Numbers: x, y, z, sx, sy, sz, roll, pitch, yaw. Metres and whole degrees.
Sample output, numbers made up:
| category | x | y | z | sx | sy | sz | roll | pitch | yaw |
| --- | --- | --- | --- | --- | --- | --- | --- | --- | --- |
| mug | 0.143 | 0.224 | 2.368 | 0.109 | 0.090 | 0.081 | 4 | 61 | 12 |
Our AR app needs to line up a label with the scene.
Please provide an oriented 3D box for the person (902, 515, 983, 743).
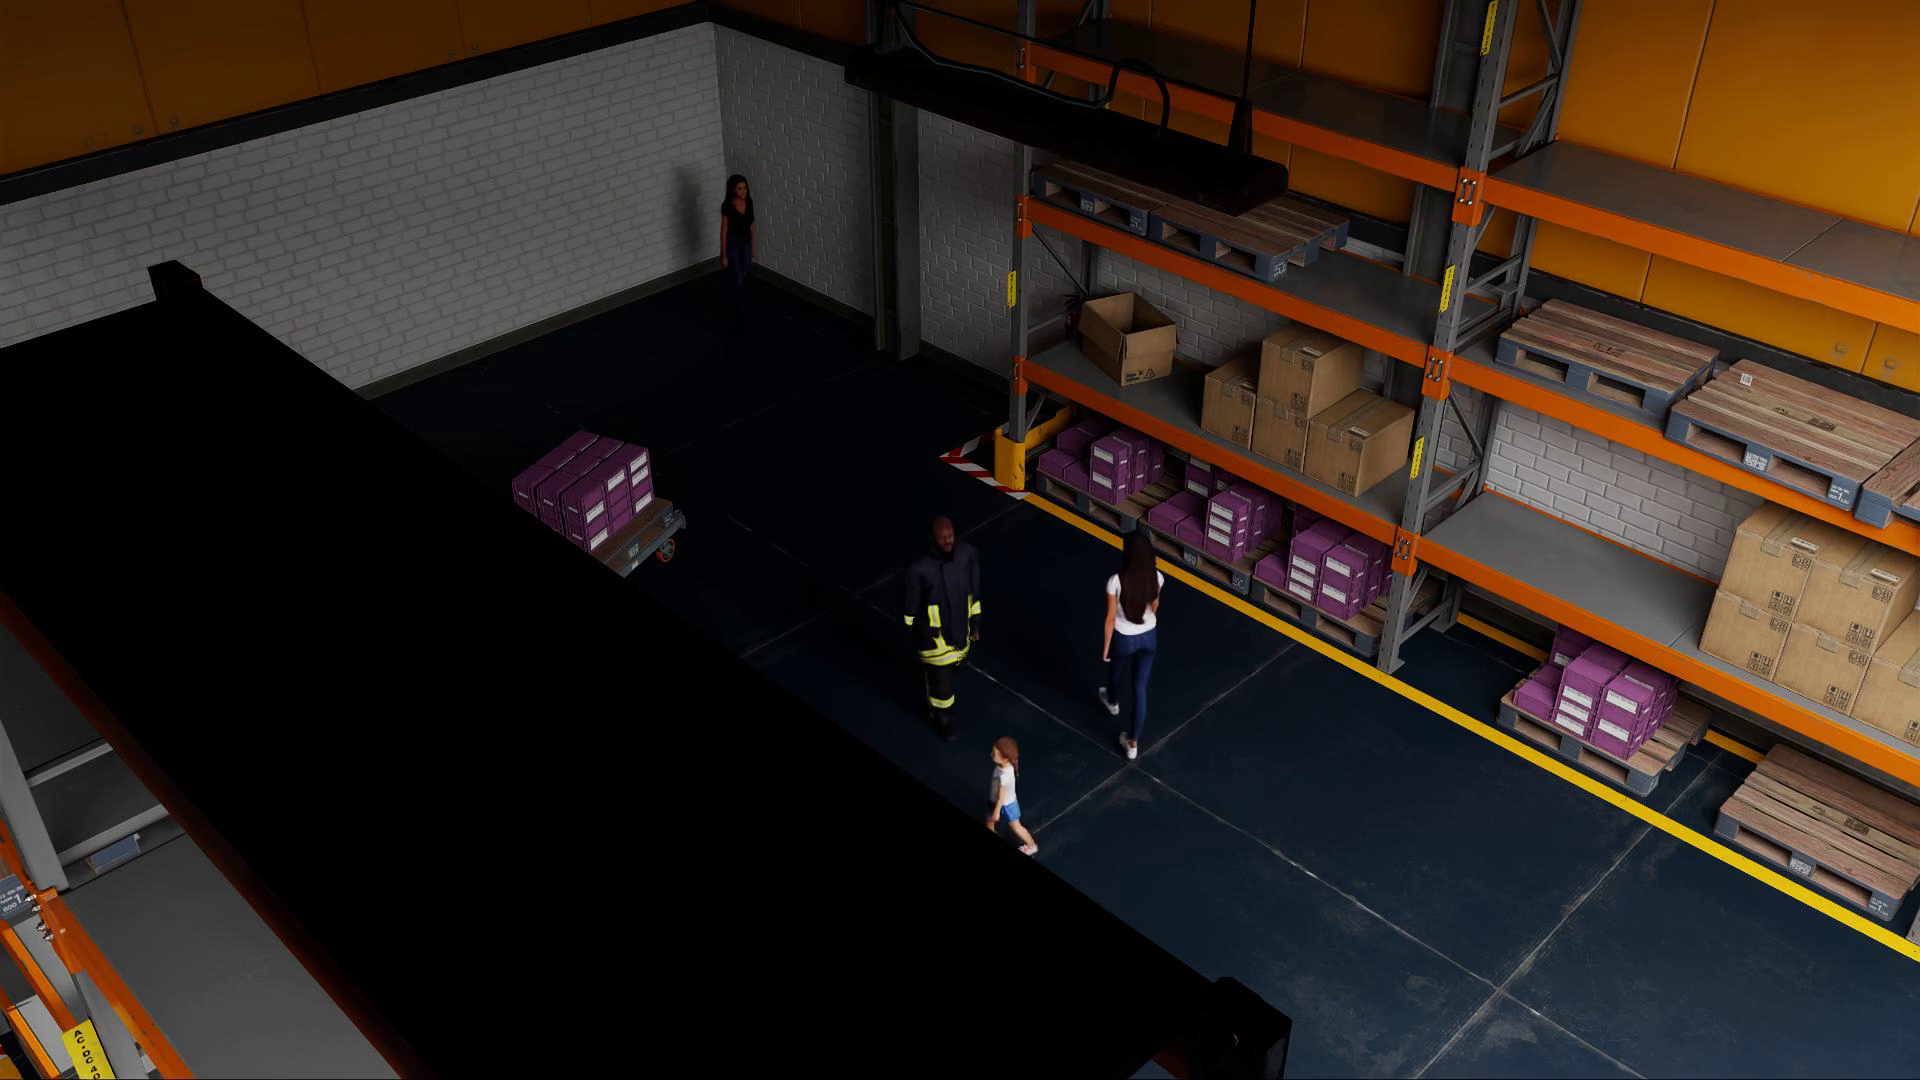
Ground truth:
| category | x | y | z | sx | sy | sz | roll | pitch | yaw |
| --- | --- | --- | --- | --- | --- | --- | --- | --- | --- |
| person | -0.167 | 0.540 | 12.157 | 0.945 | 1.802 | 1.192 | -16 | 37 | -22 |

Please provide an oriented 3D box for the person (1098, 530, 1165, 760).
| category | x | y | z | sx | sy | sz | roll | pitch | yaw |
| --- | --- | --- | --- | --- | --- | --- | --- | --- | --- |
| person | 1.266 | 0.803 | 11.826 | 0.937 | 1.731 | 1.093 | -9 | 35 | -13 |

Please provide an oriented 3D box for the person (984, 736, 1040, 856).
| category | x | y | z | sx | sy | sz | roll | pitch | yaw |
| --- | --- | --- | --- | --- | --- | --- | --- | --- | --- |
| person | 0.344 | 1.731 | 11.090 | 0.756 | 1.001 | 0.695 | 0 | 34 | 1 |

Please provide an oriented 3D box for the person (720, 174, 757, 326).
| category | x | y | z | sx | sy | sz | roll | pitch | yaw |
| --- | --- | --- | --- | --- | --- | --- | --- | --- | --- |
| person | -2.381 | -3.085 | 17.693 | 0.563 | 1.711 | 0.641 | -29 | 43 | -36 |
